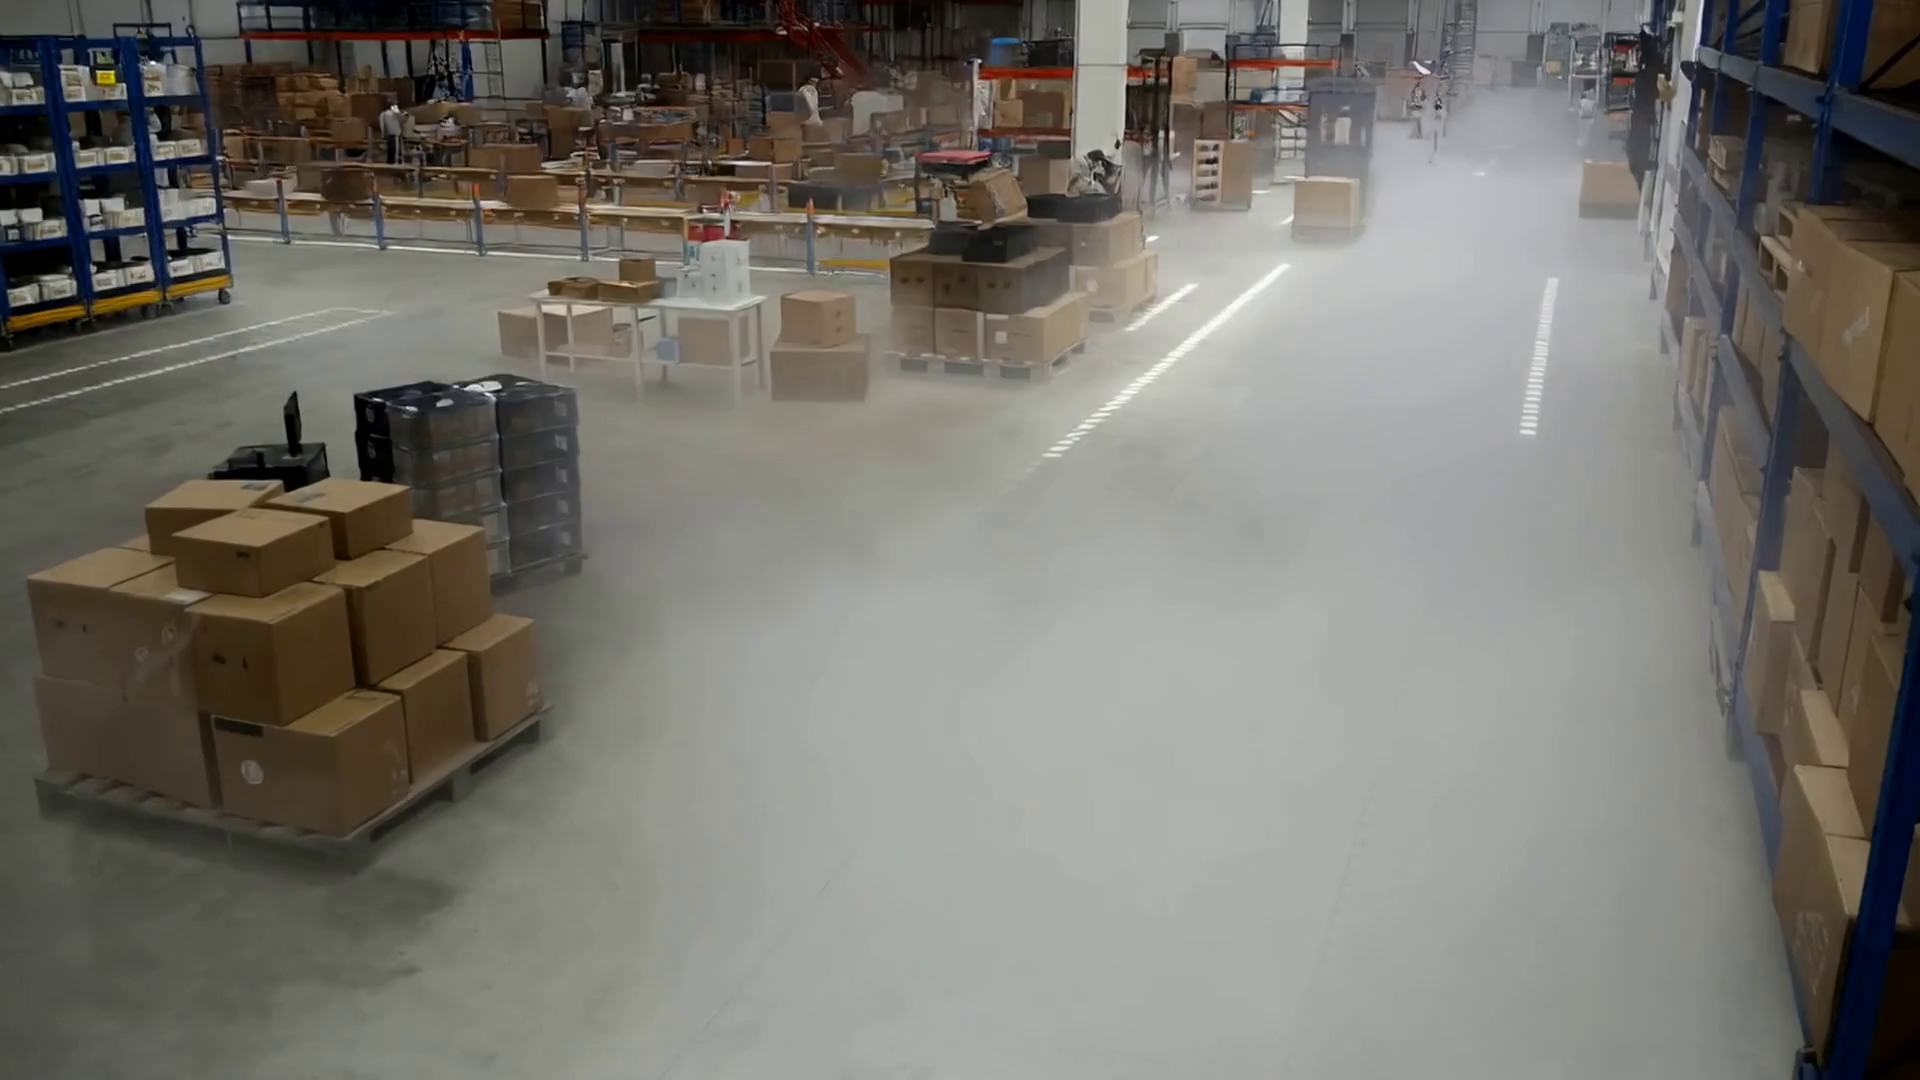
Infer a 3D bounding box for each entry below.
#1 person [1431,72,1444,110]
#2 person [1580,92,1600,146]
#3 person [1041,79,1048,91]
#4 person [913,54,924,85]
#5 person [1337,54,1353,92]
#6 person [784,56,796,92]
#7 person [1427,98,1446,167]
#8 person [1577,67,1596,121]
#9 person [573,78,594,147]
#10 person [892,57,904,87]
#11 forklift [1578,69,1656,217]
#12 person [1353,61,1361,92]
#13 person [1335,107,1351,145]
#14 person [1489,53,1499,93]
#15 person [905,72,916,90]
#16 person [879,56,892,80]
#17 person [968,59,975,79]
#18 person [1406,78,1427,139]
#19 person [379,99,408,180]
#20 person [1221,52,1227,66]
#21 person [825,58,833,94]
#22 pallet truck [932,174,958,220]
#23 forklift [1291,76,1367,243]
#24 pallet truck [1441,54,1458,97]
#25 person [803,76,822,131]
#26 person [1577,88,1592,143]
[{"bbox_3d":[16.913,-15.540,58.657,0.701,1.843,0.546,9,20,27],"label":"person"},{"bbox_3d":[18.990,-12.702,50.156,0.523,1.585,0.858,13,22,36],"label":"person"},{"bbox_3d":[3.939,-21.742,78.318,0.487,1.744,0.294,-16,24,-41],"label":"person"},{"bbox_3d":[-2.004,-22.421,80.166,0.590,1.919,0.396,-10,20,-28],"label":"person"},{"bbox_3d":[17.833,-21.532,77.174,1.003,2.000,0.703,-11,21,-30],"label":"person"},{"bbox_3d":[-7.978,-21.734,78.063,0.573,1.883,0.353,4,18,14],"label":"person"},{"bbox_3d":[12.375,-10.612,43.316,0.540,1.756,0.448,-5,18,-14],"label":"person"},{"bbox_3d":[23.041,-16.414,61.236,0.606,1.957,0.383,4,18,13],"label":"person"},{"bbox_3d":[-11.185,-12.698,49.449,0.442,2.018,0.654,13,22,36],"label":"person"},{"bbox_3d":[-2.827,-21.016,75.788,0.609,1.896,0.421,-6,19,-19],"label":"person"},{"bbox_3d":[13.219,-7.740,32.475,1.873,2.768,1.129,6,19,18],"label":"forklift"},{"bbox_3d":[16.635,-19.131,69.823,0.399,1.928,0.542,9,20,26],"label":"person"},{"bbox_3d":[9.612,-9.992,41.618,0.503,1.618,0.609,10,20,29],"label":"person"},{"bbox_3d":[26.598,-23.220,82.658,0.361,1.930,0.587,-7,19,-20],"label":"person"},{"bbox_3d":[-1.800,-15.059,57.062,0.930,1.896,0.570,-9,20,-26],"label":"person"},{"bbox_3d":[-3.324,-20.638,74.438,0.622,1.992,0.396,-9,20,-26],"label":"person"},{"bbox_3d":[0.505,-21.050,76.003,0.980,1.832,0.598,-6,19,-18],"label":"person"},{"bbox_3d":[14.526,-13.693,52.794,0.909,1.898,0.555,-13,22,-35],"label":"person"},{"bbox_3d":[-13.573,-9.618,39.978,0.399,1.900,0.646,14,22,37],"label":"person"},{"bbox_3d":[14.412,-25.679,90.608,0.966,1.795,0.631,-6,19,-20],"label":"person"},{"bbox_3d":[-6.133,-21.650,77.902,0.545,1.831,0.508,-7,19,-20],"label":"person"},{"bbox_3d":[-0.507,-5.292,27.348,0.653,1.274,1.630,6,19,19],"label":"pallet truck"},{"bbox_3d":[6.598,-6.755,29.381,1.129,2.768,1.873,6,19,19],"label":"forklift"},{"bbox_3d":[22.765,-21.886,78.355,0.823,1.965,1.885,-4,18,-14],"label":"pallet truck"},{"bbox_3d":[-4.995,-14.672,55.986,0.682,1.817,0.602,-11,21,-30],"label":"person"},{"bbox_3d":[19.314,-13.123,51.407,0.309,1.638,0.511,-1,18,-2],"label":"person"}]
